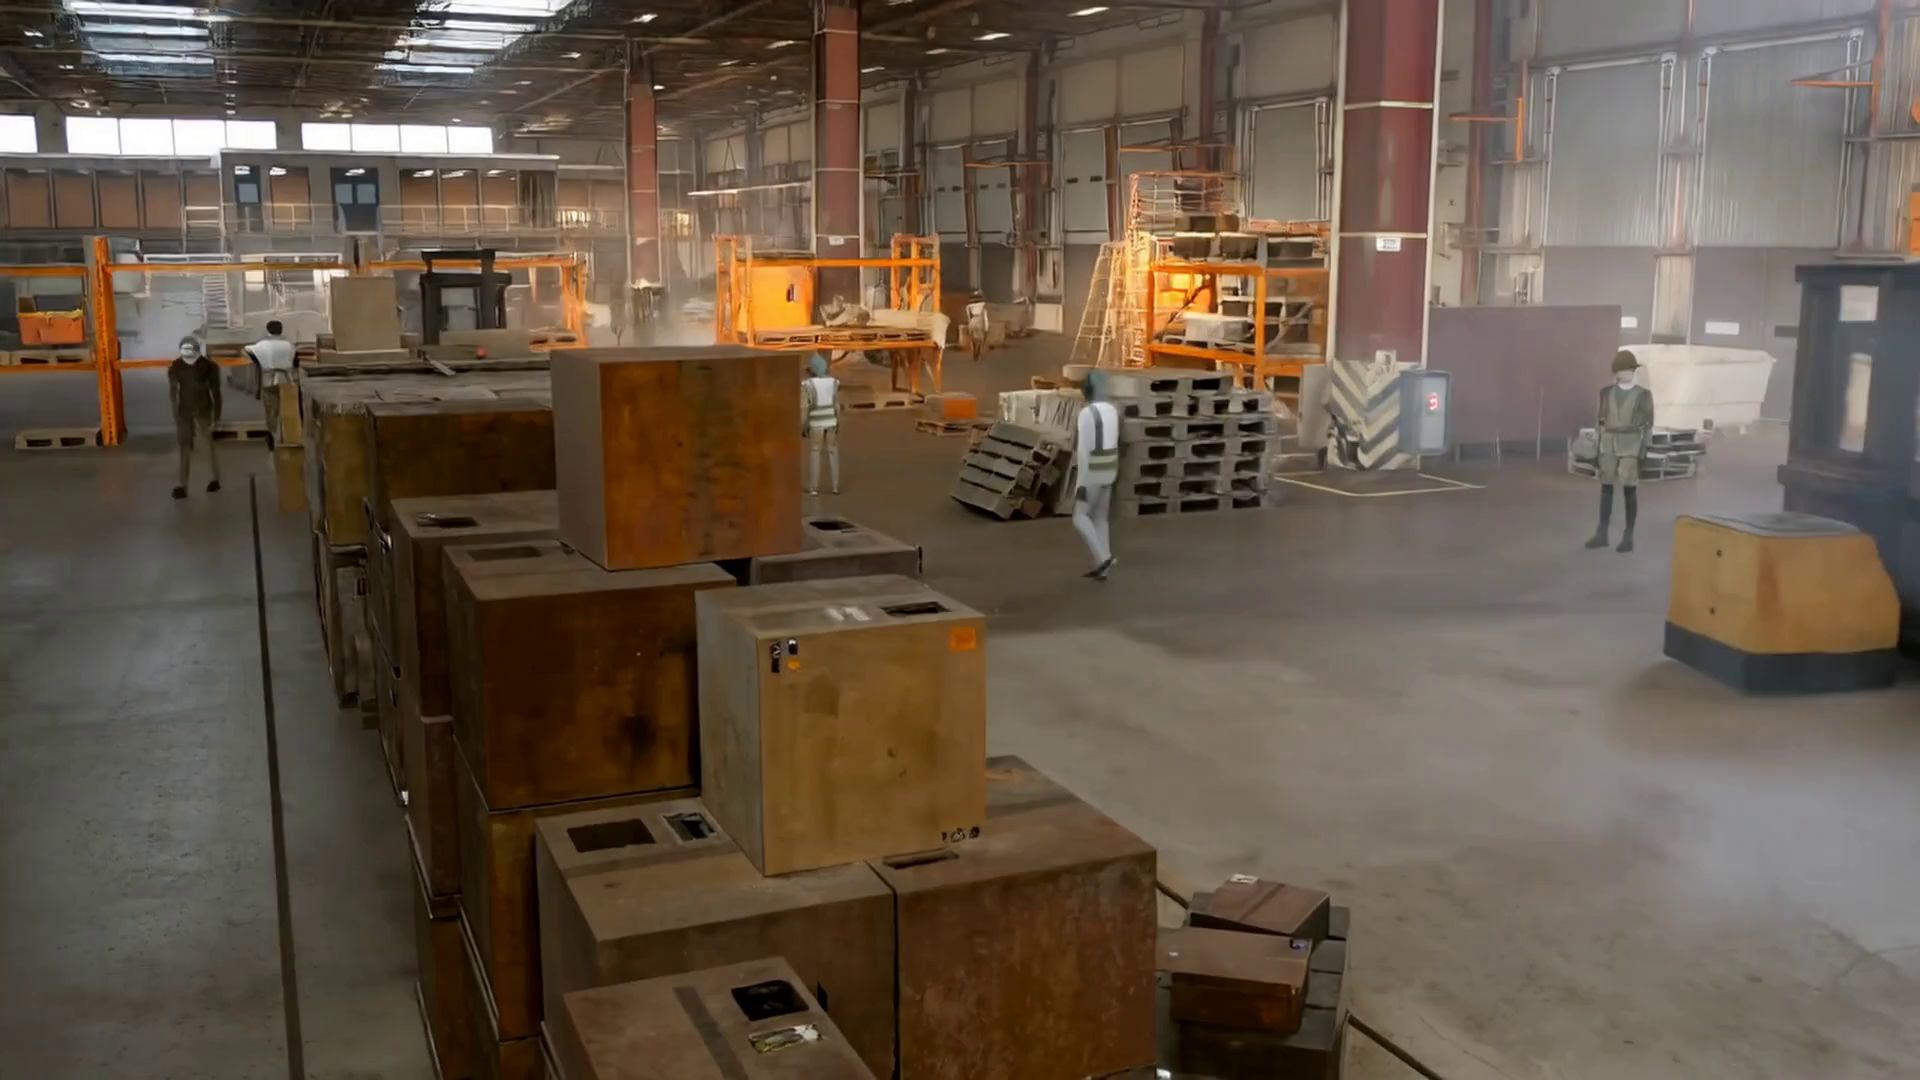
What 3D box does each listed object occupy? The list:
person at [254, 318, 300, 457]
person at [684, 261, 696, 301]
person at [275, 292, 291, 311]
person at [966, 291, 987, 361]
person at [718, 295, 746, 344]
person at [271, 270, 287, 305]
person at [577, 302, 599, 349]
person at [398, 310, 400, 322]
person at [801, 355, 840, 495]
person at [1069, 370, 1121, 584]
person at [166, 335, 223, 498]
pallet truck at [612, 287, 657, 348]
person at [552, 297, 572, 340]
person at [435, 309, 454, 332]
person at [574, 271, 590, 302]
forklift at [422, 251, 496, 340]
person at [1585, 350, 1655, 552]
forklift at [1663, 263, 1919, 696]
[{"bbox_3d":[-9.378,-2.091,22.913,0.593,1.907,0.415,-5,12,-27],"label":"person"},{"bbox_3d":[-13.073,-12.533,80.272,0.659,1.961,0.903,-5,12,-28],"label":"person"},{"bbox_3d":[-14.460,-4.385,35.685,0.329,1.861,0.504,1,10,7],"label":"person"},{"bbox_3d":[0.402,-5.256,40.855,0.507,1.704,0.739,0,10,-1],"label":"person"},{"bbox_3d":[-4.765,-4.218,34.844,0.630,1.831,0.444,2,10,11],"label":"person"},{"bbox_3d":[-22.991,-8.151,56.235,0.389,1.929,0.547,10,14,43],"label":"person"},{"bbox_3d":[-6.626,-3.280,29.505,0.663,1.886,0.624,1,10,6],"label":"person"},{"bbox_3d":[-11.757,-4.091,33.905,0.662,1.906,0.884,3,11,17],"label":"person"},{"bbox_3d":[-1.634,-1.340,19.487,0.512,1.642,0.312,-6,12,-29],"label":"person"},{"bbox_3d":[1.182,-0.533,14.369,0.410,1.876,0.592,9,13,39],"label":"person"},{"bbox_3d":[-8.929,-1.446,19.433,0.639,1.873,1.045,-1,10,-4],"label":"person"},{"bbox_3d":[-6.464,-4.406,35.401,0.823,1.965,1.885,6,12,32],"label":"pallet truck"},{"bbox_3d":[-9.191,-4.730,38.117,0.855,1.648,0.543,4,11,19],"label":"person"},{"bbox_3d":[-9.171,-3.247,29.604,0.537,1.799,0.985,8,13,37],"label":"person"},{"bbox_3d":[-13.883,-8.975,61.009,0.625,1.846,0.429,2,10,9],"label":"person"},{"bbox_3d":[-6.813,-2.565,22.820,1.129,2.768,1.873,-4,11,-23],"label":"forklift"},{"bbox_3d":[6.343,-0.851,15.974,0.363,1.939,0.542,-10,14,-43],"label":"person"},{"bbox_3d":[5.963,-0.461,11.228,1.873,2.768,1.129,-2,10,-10],"label":"forklift"}]
